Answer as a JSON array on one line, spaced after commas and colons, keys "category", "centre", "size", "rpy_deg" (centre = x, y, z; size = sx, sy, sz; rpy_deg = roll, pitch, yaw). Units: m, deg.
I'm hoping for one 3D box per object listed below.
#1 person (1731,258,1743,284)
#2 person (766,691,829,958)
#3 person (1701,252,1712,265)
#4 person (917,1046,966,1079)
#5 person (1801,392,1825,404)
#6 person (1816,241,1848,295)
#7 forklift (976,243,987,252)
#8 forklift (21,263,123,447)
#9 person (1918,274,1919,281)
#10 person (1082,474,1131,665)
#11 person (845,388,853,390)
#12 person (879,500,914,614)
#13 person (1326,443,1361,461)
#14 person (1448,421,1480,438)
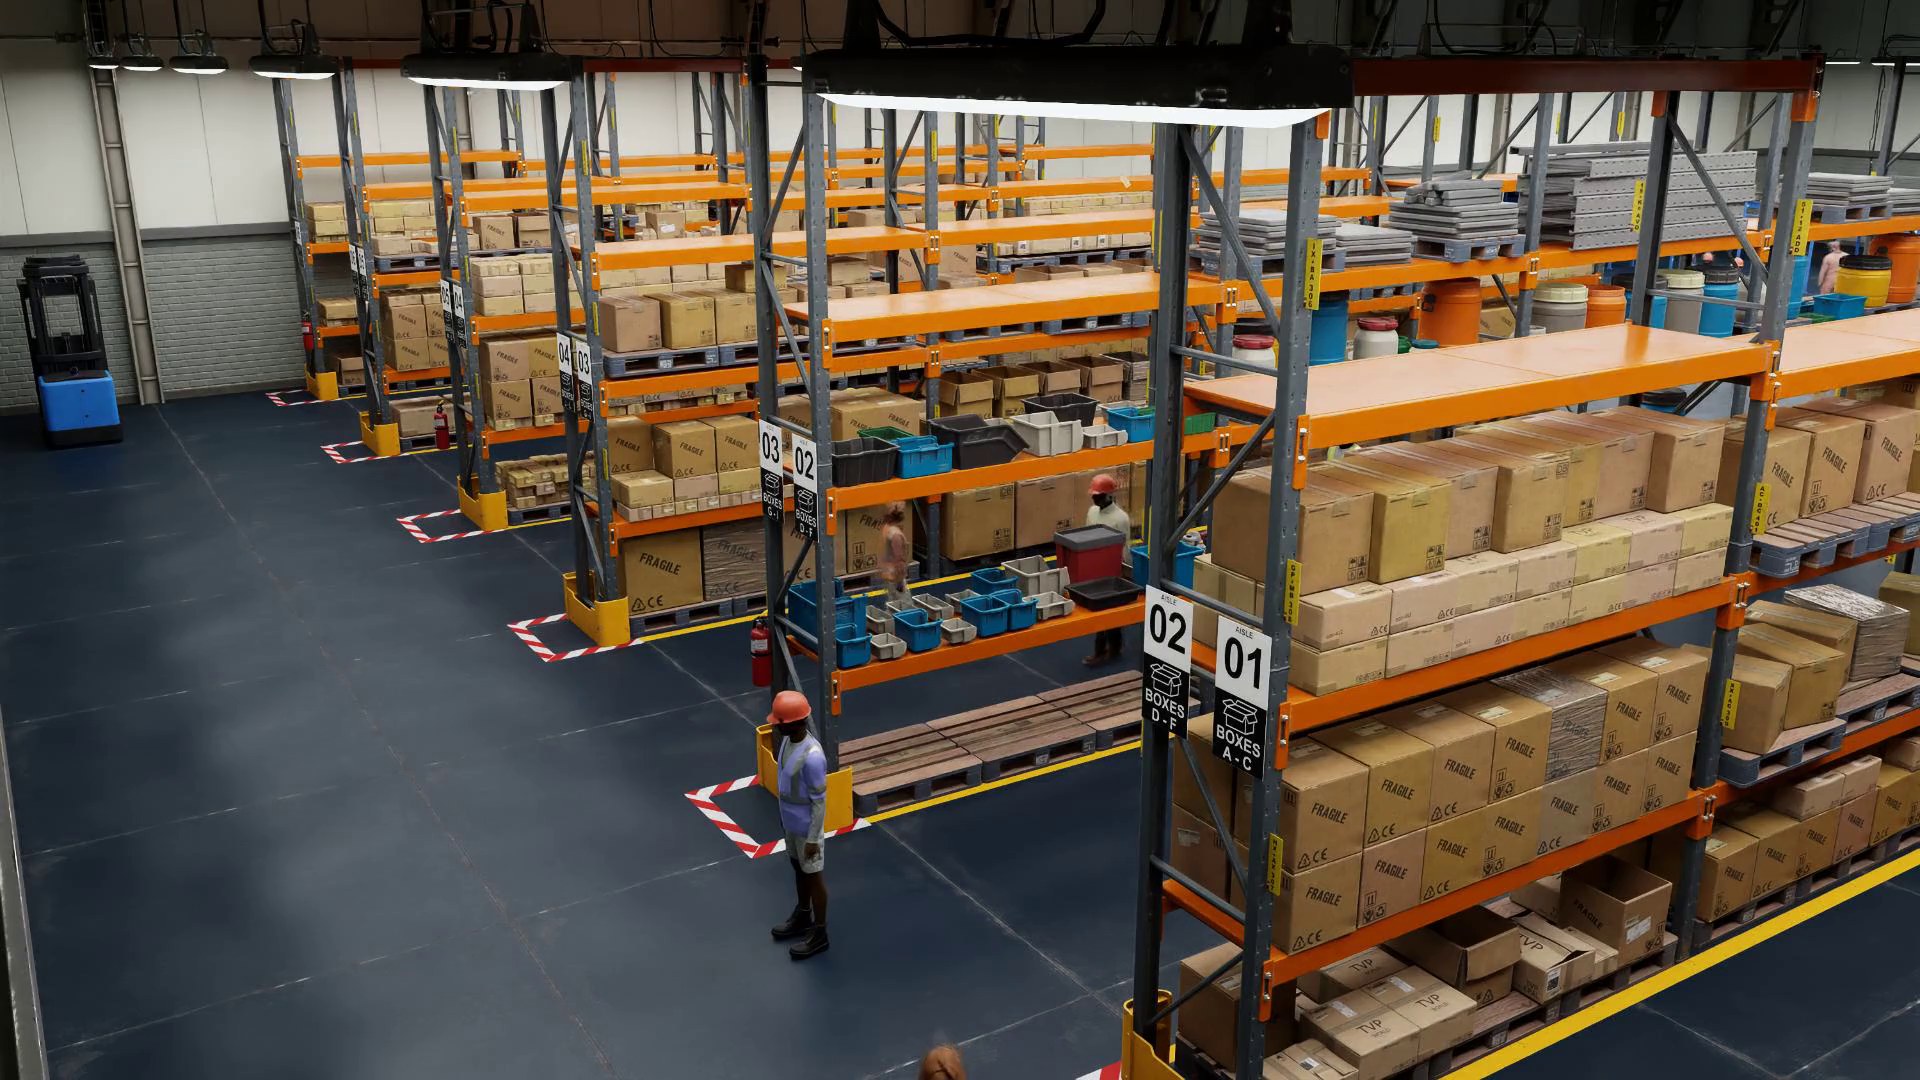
[{"category": "person", "centre": [16.475, -5.054, 33.695], "size": [0.344, 1.942, 0.548], "rpy_deg": [-5, 18, -15]}, {"category": "person", "centre": [-1.111, 1.927, 10.826], "size": [0.374, 1.930, 0.542], "rpy_deg": [-9, 19, -26]}, {"category": "person", "centre": [16.394, -5.364, 34.783], "size": [0.573, 1.900, 0.829], "rpy_deg": [7, 18, 22]}, {"category": "person", "centre": [-0.082, 3.089, 7.525], "size": [0.513, 1.614, 0.618], "rpy_deg": [4, 17, 14]}, {"category": "person", "centre": [12.058, -1.505, 22.443], "size": [0.522, 1.715, 0.930], "rpy_deg": [-11, 20, -32]}, {"category": "person", "centre": [20.567, -6.075, 37.168], "size": [0.733, 1.884, 0.395], "rpy_deg": [0, 17, -1]}, {"category": "forklift", "centre": [0.988, -5.474, 34.718], "size": [1.214, 2.155, 2.313], "rpy_deg": [-10, 20, -31]}, {"category": "forklift", "centre": [-14.518, -3.079, 25.708], "size": [1.129, 2.768, 1.873], "rpy_deg": [-10, 20, -31]}, {"category": "person", "centre": [20.454, -5.193, 34.228], "size": [0.464, 1.889, 0.677], "rpy_deg": [-11, 20, -32]}, {"category": "person", "centre": [1.411, 0.292, 16.105], "size": [0.747, 1.965, 0.656], "rpy_deg": [-9, 19, -28]}, {"category": "person", "centre": [-1.466, -1.207, 21.416], "size": [0.297, 1.744, 0.487], "rpy_deg": [-12, 21, -35]}, {"category": "person", "centre": [-0.659, 0.367, 16.435], "size": [0.364, 1.626, 0.534], "rpy_deg": [-3, 17, -10]}, {"category": "person", "centre": [4.574, -0.508, 18.959], "size": [0.430, 1.845, 0.619], "rpy_deg": [-9, 19, -27]}, {"category": "person", "centre": [7.076, -1.522, 22.235], "size": [0.327, 1.871, 0.514], "rpy_deg": [-9, 19, -26]}]
